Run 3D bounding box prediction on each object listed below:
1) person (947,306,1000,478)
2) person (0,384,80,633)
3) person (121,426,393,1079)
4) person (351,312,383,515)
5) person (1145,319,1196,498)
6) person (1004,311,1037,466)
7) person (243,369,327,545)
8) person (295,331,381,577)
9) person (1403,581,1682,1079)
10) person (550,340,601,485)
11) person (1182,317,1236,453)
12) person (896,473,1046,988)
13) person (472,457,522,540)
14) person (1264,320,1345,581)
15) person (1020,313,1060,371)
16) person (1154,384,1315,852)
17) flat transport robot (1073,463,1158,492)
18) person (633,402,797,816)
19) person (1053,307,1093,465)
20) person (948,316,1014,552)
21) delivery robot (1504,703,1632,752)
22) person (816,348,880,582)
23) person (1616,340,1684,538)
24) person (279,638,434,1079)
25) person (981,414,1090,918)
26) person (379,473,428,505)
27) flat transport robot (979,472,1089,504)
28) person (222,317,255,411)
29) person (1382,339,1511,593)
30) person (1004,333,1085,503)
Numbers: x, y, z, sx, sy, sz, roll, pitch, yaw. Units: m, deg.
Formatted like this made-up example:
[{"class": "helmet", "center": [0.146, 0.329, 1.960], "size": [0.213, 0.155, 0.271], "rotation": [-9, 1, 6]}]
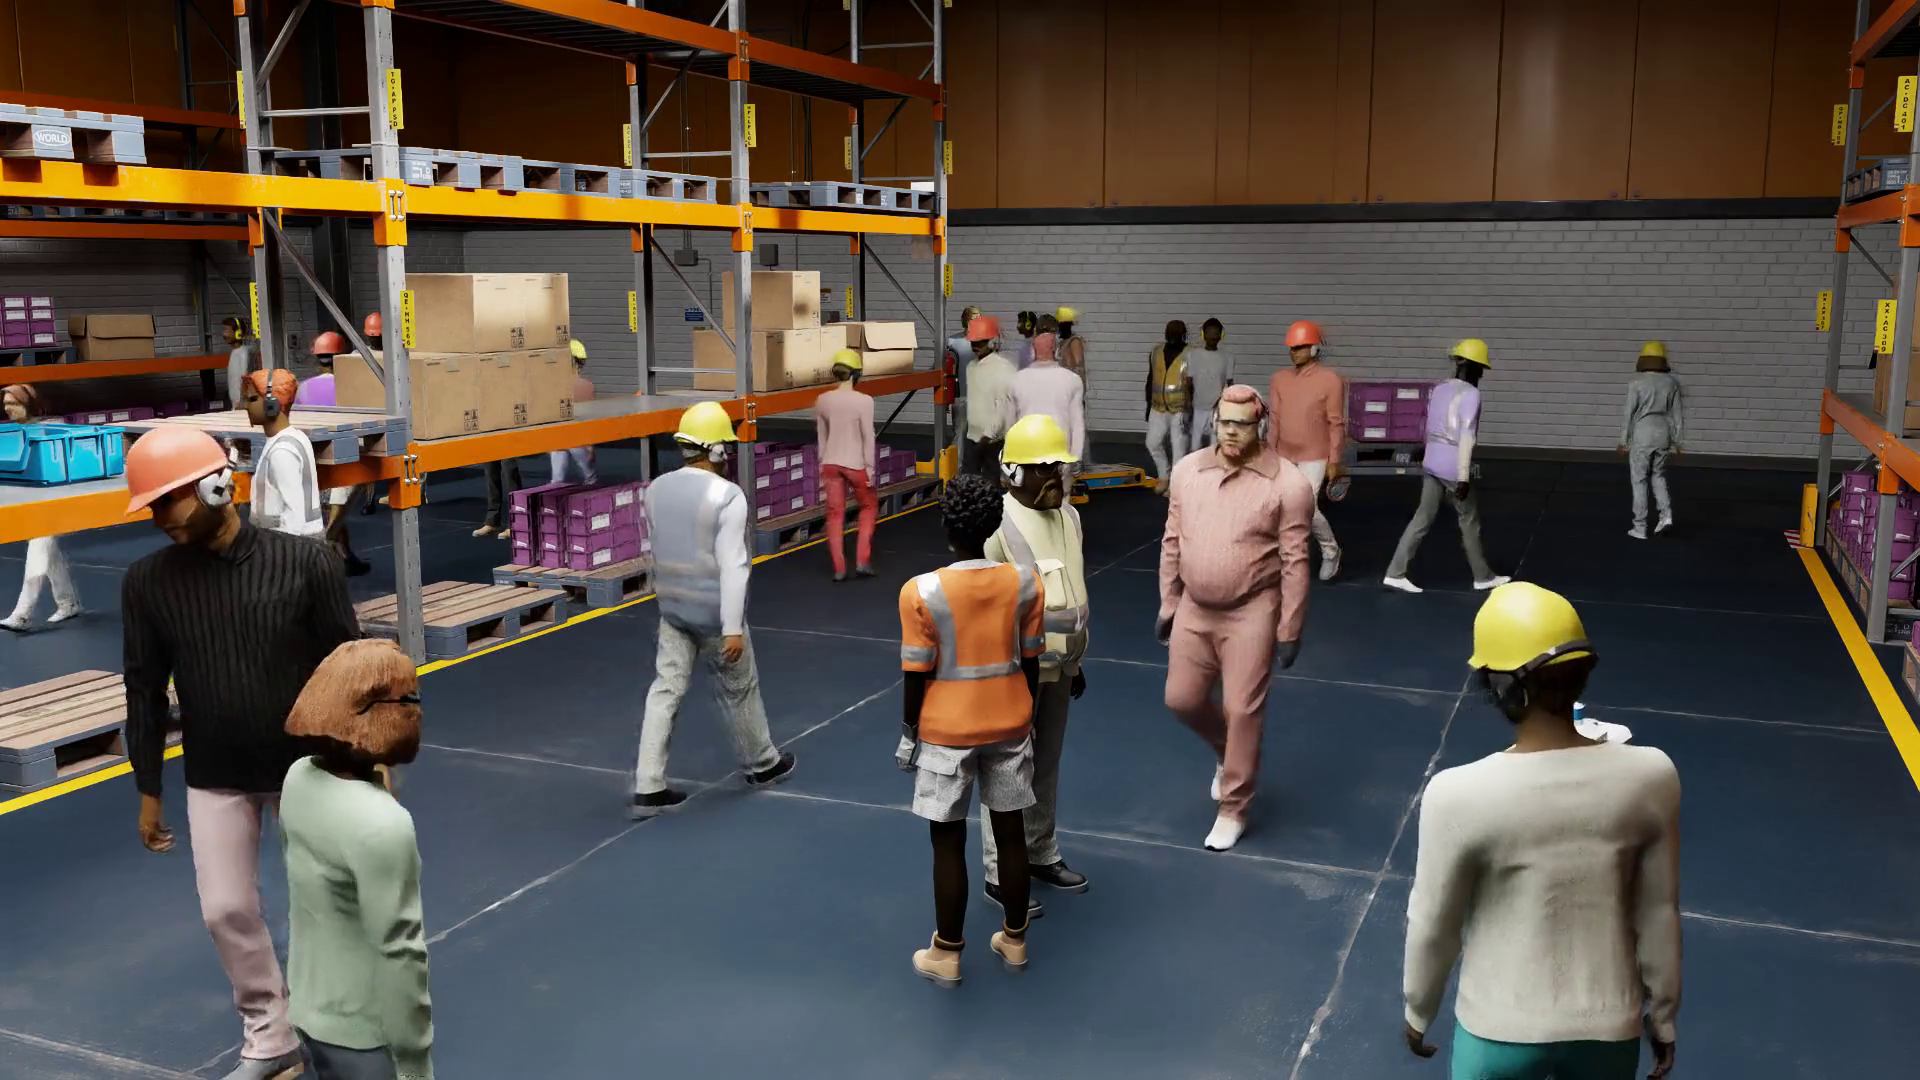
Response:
[{"class": "person", "center": [0.117, -1.520, 17.759], "size": [0.636, 1.940, 0.365], "rotation": [-1, 9, -8]}, {"class": "person", "center": [-6.060, -0.202, 10.779], "size": [0.540, 1.594, 0.832], "rotation": [3, 10, 16]}, {"class": "person", "center": [-1.968, 0.631, 4.731], "size": [0.693, 1.944, 0.570], "rotation": [-1, 9, -9]}, {"class": "person", "center": [-5.514, -1.197, 15.834], "size": [0.542, 1.929, 0.373], "rotation": [-2, 10, -14]}, {"class": "person", "center": [2.176, -1.336, 16.982], "size": [0.648, 1.826, 0.429], "rotation": [6, 11, 33]}, {"class": "person", "center": [0.878, -1.760, 19.497], "size": [0.673, 1.848, 0.524], "rotation": [-1, 9, -4]}, {"class": "person", "center": [-3.231, 0.119, 7.997], "size": [0.358, 1.883, 0.572], "rotation": [-3, 10, -18]}, {"class": "person", "center": [-4.634, -0.584, 12.277], "size": [0.547, 1.896, 0.993], "rotation": [2, 9, 9]}, {"class": "person", "center": [1.157, 0.949, 3.350], "size": [0.539, 1.749, 0.387], "rotation": [-1, 9, -6]}, {"class": "person", "center": [-3.263, -0.835, 14.218], "size": [0.540, 1.720, 0.910], "rotation": [4, 10, 22]}, {"class": "person", "center": [2.491, -1.301, 16.672], "size": [0.536, 1.860, 0.505], "rotation": [1, 9, 6]}, {"class": "person", "center": [0.036, 0.627, 5.483], "size": [0.532, 1.697, 0.319], "rotation": [-5, 10, -26]}, {"class": "person", "center": [-4.003, -0.917, 14.404], "size": [0.507, 1.842, 0.351], "rotation": [6, 11, 30]}, {"class": "person", "center": [2.529, -0.619, 12.200], "size": [0.499, 1.981, 0.623], "rotation": [-8, 12, -41]}, {"class": "person", "center": [0.742, -1.278, 16.405], "size": [0.485, 1.904, 0.638], "rotation": [0, 9, -3]}, {"class": "person", "center": [1.134, 0.297, 6.873], "size": [0.665, 1.890, 0.592], "rotation": [7, 11, 35]}, {"class": "flat transport robot", "center": [1.357, -0.651, 17.535], "size": [1.431, 0.197, 0.652], "rotation": [-6, 11, -31]}, {"class": "person", "center": [-1.117, 0.287, 7.289], "size": [0.613, 1.784, 0.924], "rotation": [7, 11, 35]}, {"class": "person", "center": [1.147, -1.670, 18.804], "size": [0.874, 1.889, 0.600], "rotation": [-1, 9, -7]}, {"class": "person", "center": [0.281, -0.849, 13.687], "size": [0.650, 1.976, 0.629], "rotation": [-7, 12, -35]}, {"class": "delivery robot", "center": [2.518, 0.917, 6.893], "size": [0.477, 0.478, 0.707], "rotation": [7, 12, 38]}, {"class": "person", "center": [-0.819, -0.561, 12.509], "size": [0.539, 1.751, 0.497], "rotation": [5, 10, 26]}, {"class": "person", "center": [6.005, -0.872, 14.477], "size": [0.521, 1.723, 0.404], "rotation": [-1, 9, -7]}, {"class": "person", "center": [-1.284, 1.008, 3.396], "size": [0.462, 1.622, 0.552], "rotation": [-9, 13, -44]}, {"class": "person", "center": [0.272, 0.450, 6.143], "size": [0.403, 1.833, 0.590], "rotation": [7, 12, 38]}, {"class": "person", "center": [-5.528, -1.255, 16.451], "size": [0.633, 1.843, 0.429], "rotation": [5, 10, 27]}, {"class": "flat transport robot", "center": [0.618, -0.525, 16.776], "size": [0.652, 0.197, 1.431], "rotation": [-6, 11, -31]}, {"class": "person", "center": [-7.346, -1.358, 17.051], "size": [0.467, 1.855, 0.516], "rotation": [-7, 12, -37]}, {"class": "person", "center": [3.528, -0.521, 12.000], "size": [1.001, 1.851, 0.631], "rotation": [-3, 10, -18]}, {"class": "person", "center": [0.657, -0.684, 13.010], "size": [0.642, 1.853, 1.002], "rotation": [1, 9, 9]}]
